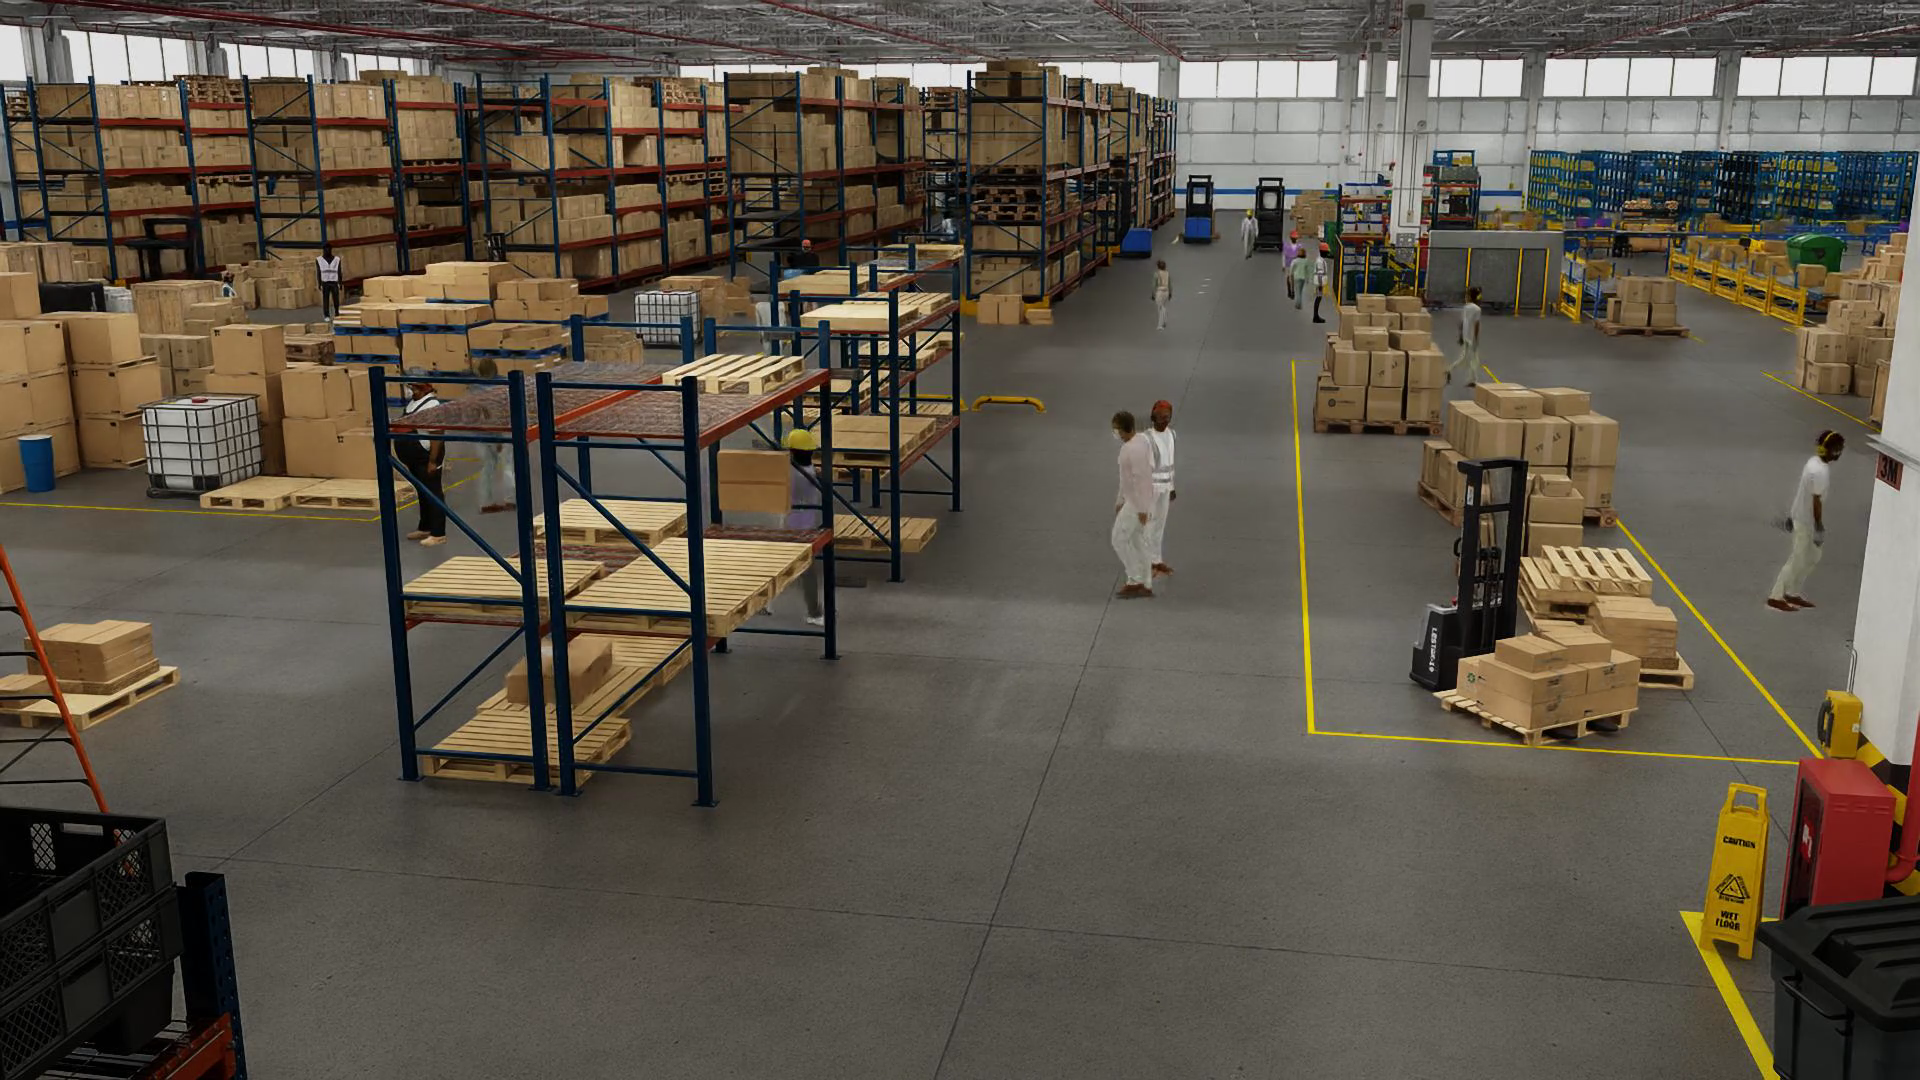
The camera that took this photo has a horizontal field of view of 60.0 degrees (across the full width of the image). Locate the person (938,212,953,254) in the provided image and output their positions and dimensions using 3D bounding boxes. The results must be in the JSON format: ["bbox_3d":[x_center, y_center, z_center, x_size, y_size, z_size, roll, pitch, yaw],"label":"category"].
[{"bbox_3d":[-0.475,-11.450,62.220,0.880,1.655,0.534,10,17,36],"label":"person"}]

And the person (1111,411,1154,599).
[{"bbox_3d":[1.714,-0.347,16.624,0.542,1.898,0.655,1,14,3],"label":"person"}]

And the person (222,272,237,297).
[{"bbox_3d":[-15.727,-4.950,35.855,0.310,1.639,0.514,-3,14,-13],"label":"person"}]

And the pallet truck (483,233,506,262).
[{"bbox_3d":[-11.832,-7.026,43.548,1.885,1.965,0.823,8,16,28],"label":"pallet truck"}]

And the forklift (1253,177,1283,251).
[{"bbox_3d":[12.083,-12.747,64.956,1.129,2.768,1.873,3,14,10],"label":"forklift"}]

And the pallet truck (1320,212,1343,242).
[{"bbox_3d":[15.874,-13.227,70.310,0.680,1.201,1.601,10,17,35],"label":"pallet truck"}]

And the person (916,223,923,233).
[{"bbox_3d":[-1.563,-11.029,60.123,0.626,1.844,0.429,6,15,22],"label":"person"}]

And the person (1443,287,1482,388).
[{"bbox_3d":[9.215,-3.671,30.246,0.681,1.851,0.525,-5,15,-19],"label":"person"}]

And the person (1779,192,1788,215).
[{"bbox_3d":[39.846,-15.964,80.286,0.752,1.780,0.609,-3,14,-13],"label":"person"}]

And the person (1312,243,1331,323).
[{"bbox_3d":[8.846,-6.285,40.663,0.375,1.935,0.550,3,14,12],"label":"person"}]

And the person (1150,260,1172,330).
[{"bbox_3d":[4.729,-5.797,39.304,0.545,1.620,0.457,-9,16,-33],"label":"person"}]

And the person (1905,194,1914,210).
[{"bbox_3d":[45.163,-15.694,79.052,0.389,1.846,0.567,3,14,11],"label":"person"}]

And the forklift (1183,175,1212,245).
[{"bbox_3d":[9.854,-13.650,68.622,1.129,2.768,1.873,2,14,10],"label":"forklift"}]

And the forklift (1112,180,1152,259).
[{"bbox_3d":[6.082,-11.722,60.796,1.873,2.768,1.129,2,14,9],"label":"forklift"}]

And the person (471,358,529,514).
[{"bbox_3d":[-5.690,-1.281,20.449,0.686,1.890,0.660,-13,19,-43],"label":"person"}]

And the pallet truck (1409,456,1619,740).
[{"bbox_3d":[4.504,0.400,13.395,0.823,1.965,1.885,-6,15,-23],"label":"pallet truck"}]

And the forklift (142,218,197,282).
[{"bbox_3d":[-16.463,-5.338,34.877,1.129,2.768,1.873,-1,14,-6],"label":"forklift"}]

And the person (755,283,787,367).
[{"bbox_3d":[-3.385,-3.669,30.046,0.630,1.937,0.373,7,16,27],"label":"person"}]

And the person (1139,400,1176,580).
[{"bbox_3d":[2.062,-0.533,17.419,0.337,1.881,0.585,12,18,40],"label":"person"}]

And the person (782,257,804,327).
[{"bbox_3d":[-3.909,-5.944,39.839,0.685,1.672,0.320,-1,14,-5],"label":"person"}]

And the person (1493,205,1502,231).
[{"bbox_3d":[21.311,-12.371,65.743,0.532,1.750,0.537,-1,14,-3],"label":"person"}]

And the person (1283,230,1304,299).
[{"bbox_3d":[9.314,-7.718,46.553,0.552,1.911,0.899,2,14,10],"label":"person"}]

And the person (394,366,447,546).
[{"bbox_3d":[-6.103,-0.954,18.803,0.538,2.000,0.682,-10,17,-36],"label":"person"}]

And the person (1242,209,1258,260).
[{"bbox_3d":[10.579,-11.169,60.763,0.584,1.811,0.805,1,14,5],"label":"person"}]

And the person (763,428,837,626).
[{"bbox_3d":[-1.590,-0.139,15.785,0.835,1.902,0.586,4,14,17],"label":"person"}]

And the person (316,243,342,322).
[{"bbox_3d":[-15.501,-6.334,40.926,0.587,1.911,0.397,-8,16,-29],"label":"person"}]

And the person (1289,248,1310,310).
[{"bbox_3d":[8.917,-6.832,43.563,0.508,1.606,0.700,-1,14,-5],"label":"person"}]

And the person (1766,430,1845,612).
[{"bbox_3d":[8.167,-0.176,16.076,0.551,1.828,0.534,7,16,27],"label":"person"}]

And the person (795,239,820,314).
[{"bbox_3d":[-3.757,-6.400,41.006,0.611,1.996,0.378,-4,14,-16],"label":"person"}]

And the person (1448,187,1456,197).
[{"bbox_3d":[23.539,-15.921,79.704,0.448,1.977,0.622,1,14,2],"label":"person"}]

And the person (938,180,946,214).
[{"bbox_3d":[-1.025,-19.294,93.540,0.837,1.898,0.553,3,14,11],"label":"person"}]
